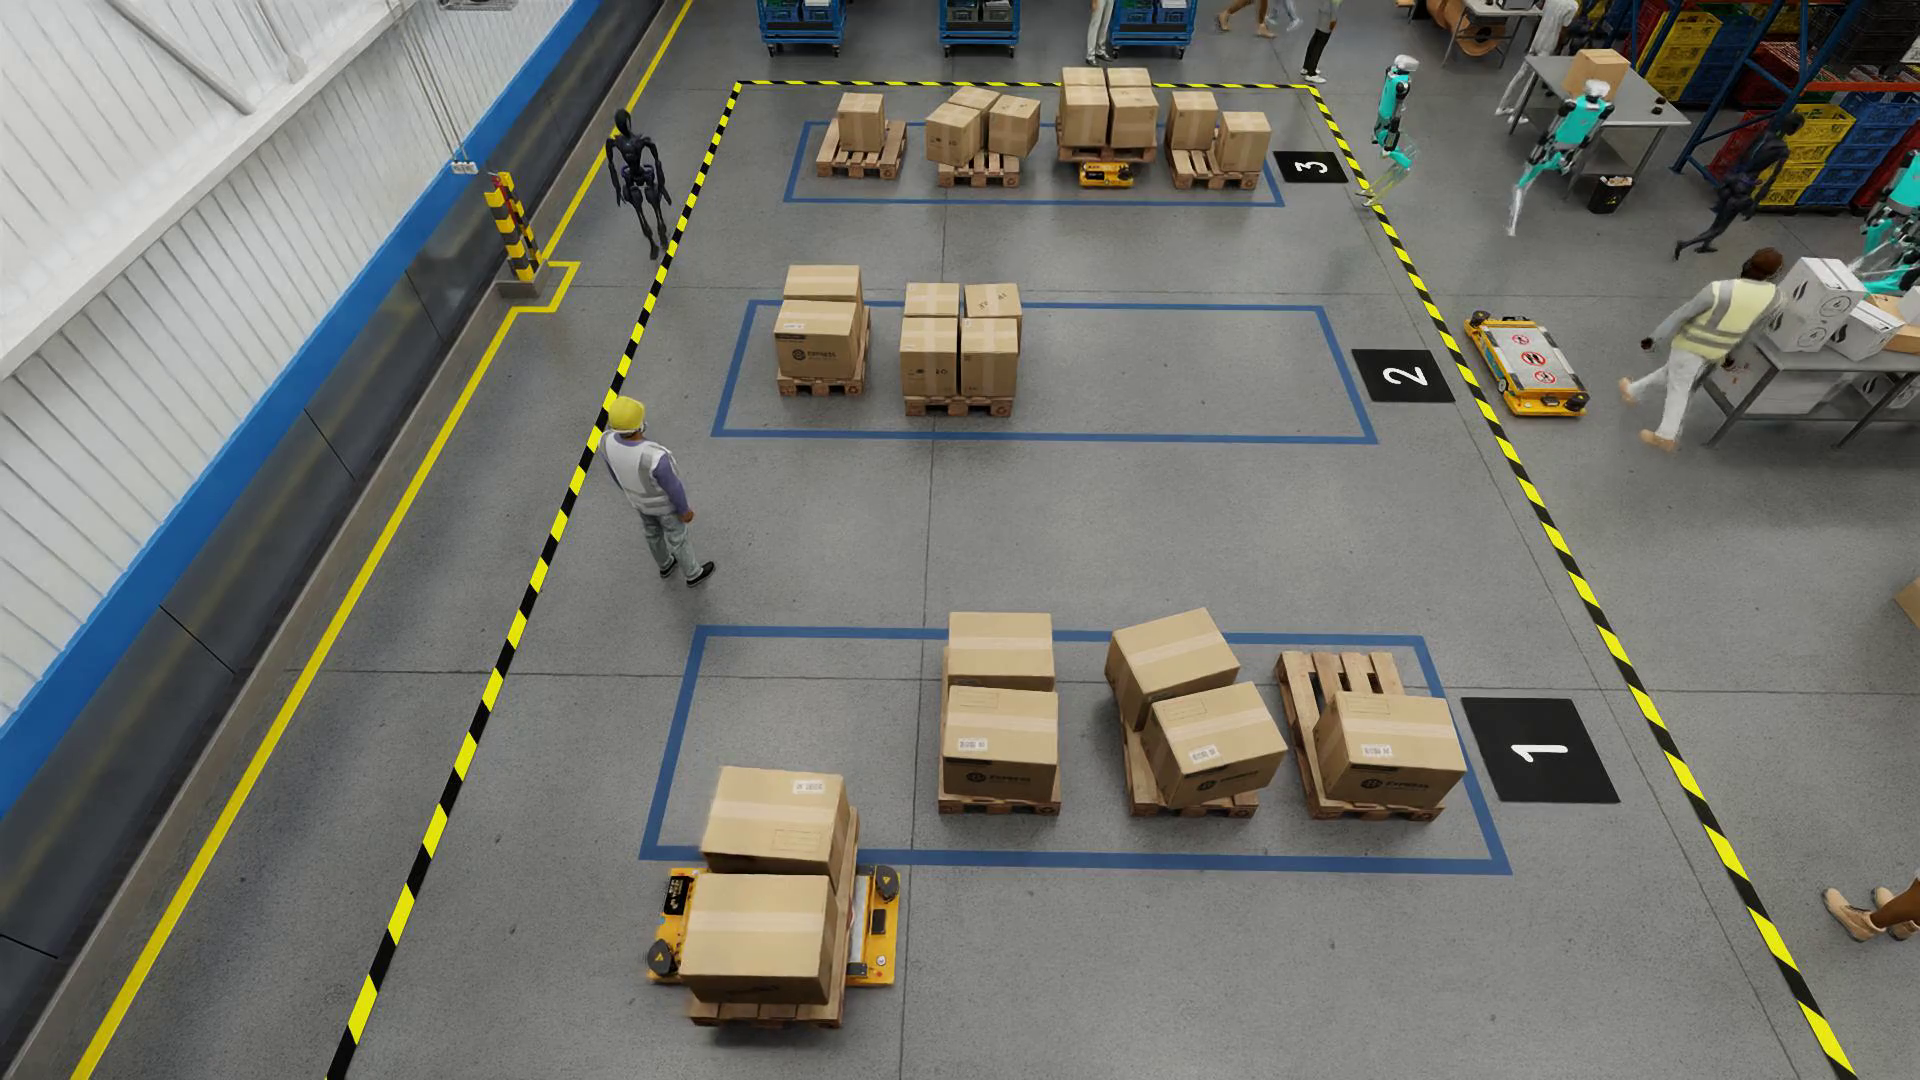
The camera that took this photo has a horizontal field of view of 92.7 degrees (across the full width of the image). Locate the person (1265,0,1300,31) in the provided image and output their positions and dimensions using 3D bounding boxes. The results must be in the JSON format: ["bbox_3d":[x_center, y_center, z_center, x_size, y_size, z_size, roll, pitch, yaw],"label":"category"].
[{"bbox_3d":[5.207,-8.917,14.293,0.491,1.721,0.745,-31,56,-24],"label":"person"}]

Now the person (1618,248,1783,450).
[{"bbox_3d":[6.449,-1.700,8.011,0.711,1.780,1.004,2,49,1],"label":"person"}]

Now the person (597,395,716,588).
[{"bbox_3d":[-2.242,-0.334,6.785,0.599,1.833,0.404,20,52,16],"label":"person"}]

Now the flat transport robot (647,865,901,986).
[{"bbox_3d":[-1.095,2.302,5.523,1.431,0.197,0.652,1,49,1],"label":"flat transport robot"}]

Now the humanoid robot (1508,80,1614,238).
[{"bbox_3d":[6.636,-4.367,10.343,0.532,1.759,0.864,3,49,3],"label":"humanoid robot"}]

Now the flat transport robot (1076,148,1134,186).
[{"bbox_3d":[1.846,-5.035,11.873,0.652,0.197,1.431,1,49,1],"label":"flat transport robot"}]

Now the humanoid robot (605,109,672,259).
[{"bbox_3d":[-3.454,-3.828,9.912,0.589,1.641,0.358,-7,49,-6],"label":"humanoid robot"}]

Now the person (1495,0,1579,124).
[{"bbox_3d":[7.703,-6.511,12.122,0.336,1.860,0.493,-13,50,-11],"label":"person"}]

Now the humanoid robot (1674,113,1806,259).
[{"bbox_3d":[8.378,-3.812,9.921,0.689,1.633,0.605,-2,49,-2],"label":"humanoid robot"}]

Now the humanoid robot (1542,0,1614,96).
[{"bbox_3d":[8.528,-7.052,12.730,0.613,1.617,0.650,21,52,17],"label":"humanoid robot"}]

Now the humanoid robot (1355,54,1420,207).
[{"bbox_3d":[5.056,-4.665,10.514,0.735,1.673,0.533,1,49,1],"label":"humanoid robot"}]

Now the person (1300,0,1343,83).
[{"bbox_3d":[5.269,-7.494,12.973,0.394,1.850,0.598,2,49,1],"label":"person"}]

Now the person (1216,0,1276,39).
[{"bbox_3d":[4.559,-8.753,13.961,0.913,2.018,0.612,17,51,14],"label":"person"}]

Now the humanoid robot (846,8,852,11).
[{"bbox_3d":[-2.209,-9.250,14.637,0.811,1.622,0.590,8,50,7],"label":"humanoid robot"}]

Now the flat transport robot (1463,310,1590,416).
[{"bbox_3d":[5.573,-1.757,9.054,0.659,0.231,1.431,1,49,1],"label":"flat transport robot"}]

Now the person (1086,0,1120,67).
[{"bbox_3d":[2.105,-7.941,13.362,0.563,1.847,0.388,-35,58,-27],"label":"person"}]

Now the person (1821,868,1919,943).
[{"bbox_3d":[5.590,1.681,4.904,0.606,2.048,0.366,1,49,1],"label":"person"}]

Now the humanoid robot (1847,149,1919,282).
[{"bbox_3d":[9.643,-3.239,9.377,0.892,1.773,0.580,-10,50,-8],"label":"humanoid robot"}]

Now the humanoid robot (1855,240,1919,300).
[{"bbox_3d":[8.933,-2.626,8.874,1.041,1.774,0.530,18,51,15],"label":"humanoid robot"}]
